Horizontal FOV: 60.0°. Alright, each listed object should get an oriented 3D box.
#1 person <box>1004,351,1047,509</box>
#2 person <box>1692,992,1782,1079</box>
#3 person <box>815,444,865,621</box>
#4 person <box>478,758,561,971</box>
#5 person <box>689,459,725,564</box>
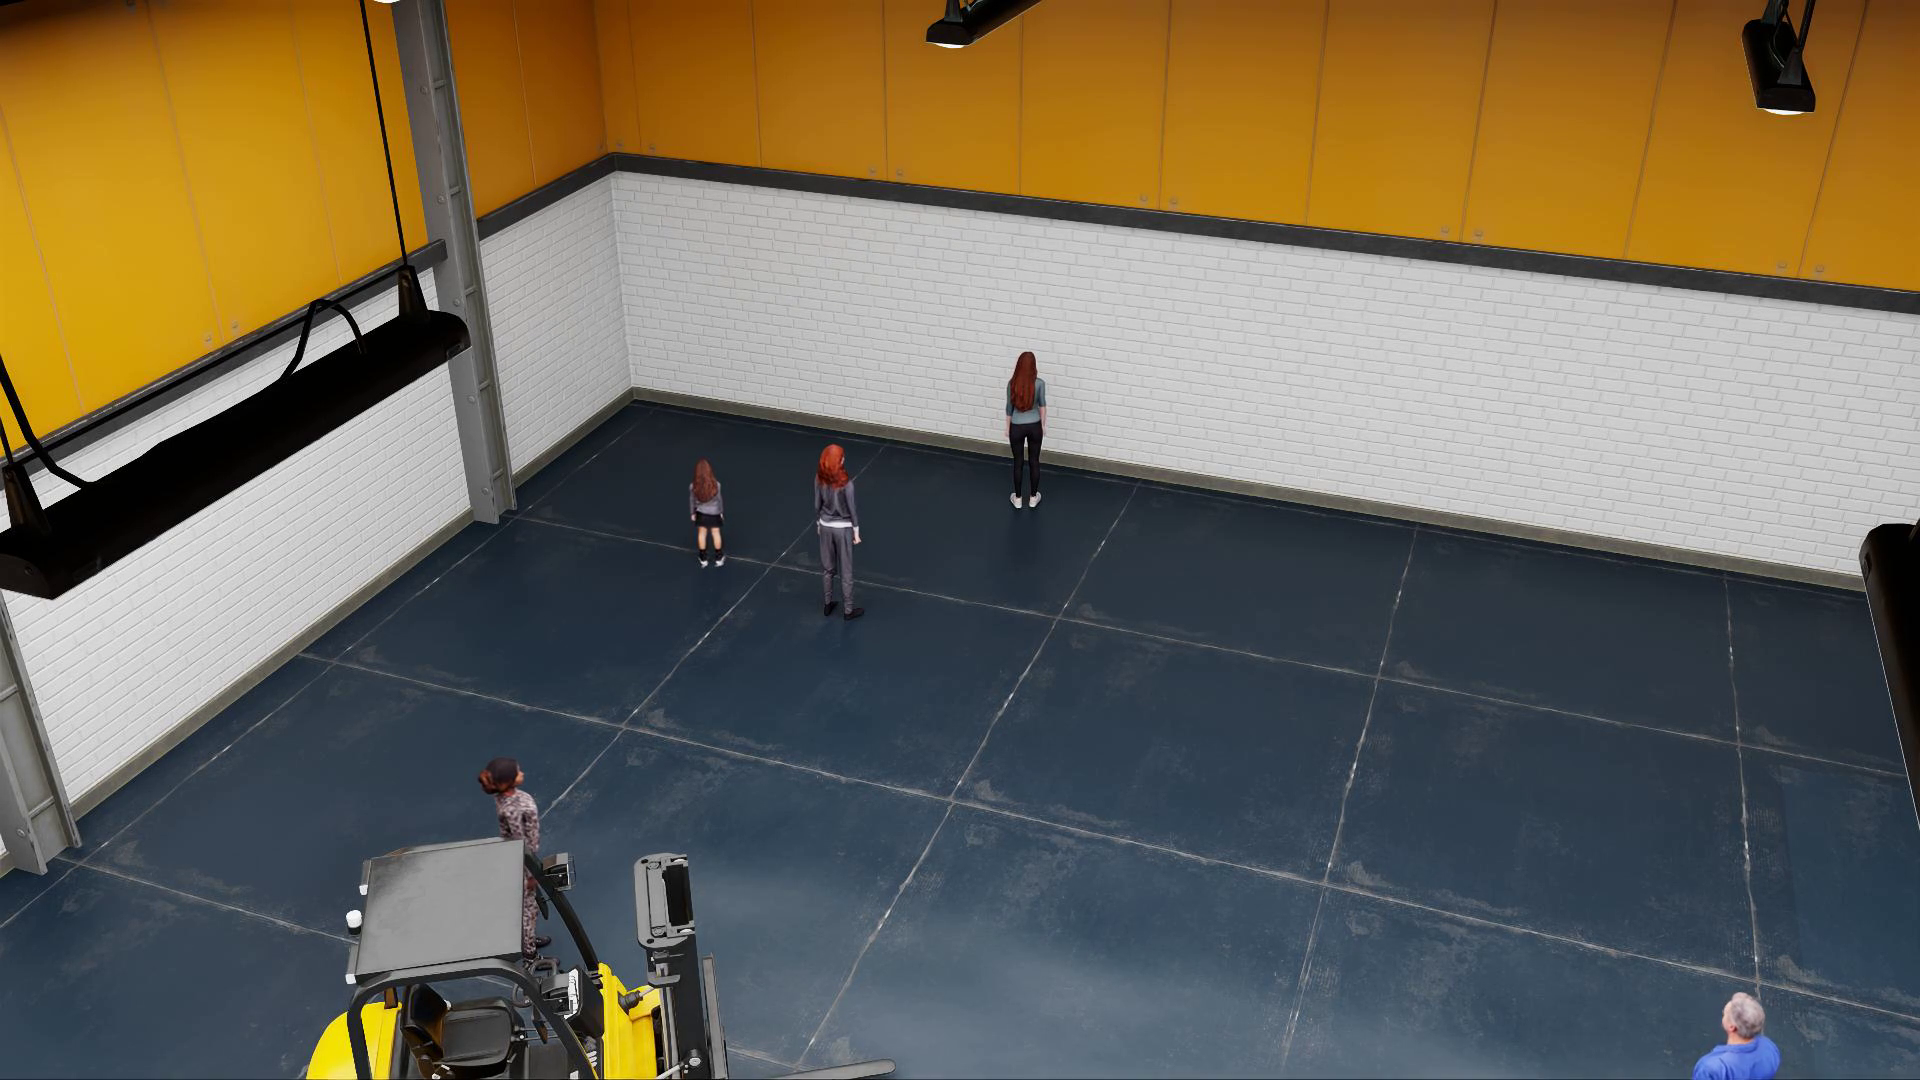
[{"bbox_3d":[0.689,-1.162,17.502,0.661,1.743,0.645,0,29,0],"label":"person"},{"bbox_3d":[4.224,3.286,9.265,0.778,1.823,0.825,-11,31,-20],"label":"person"},{"bbox_3d":[-1.147,-0.080,15.481,0.611,1.779,0.524,14,32,24],"label":"person"},{"bbox_3d":[-3.015,2.199,11.372,0.744,1.713,0.681,-12,31,-20],"label":"person"},{"bbox_3d":[-2.523,-0.293,16.577,0.536,1.103,0.553,-2,29,-4],"label":"person"}]
